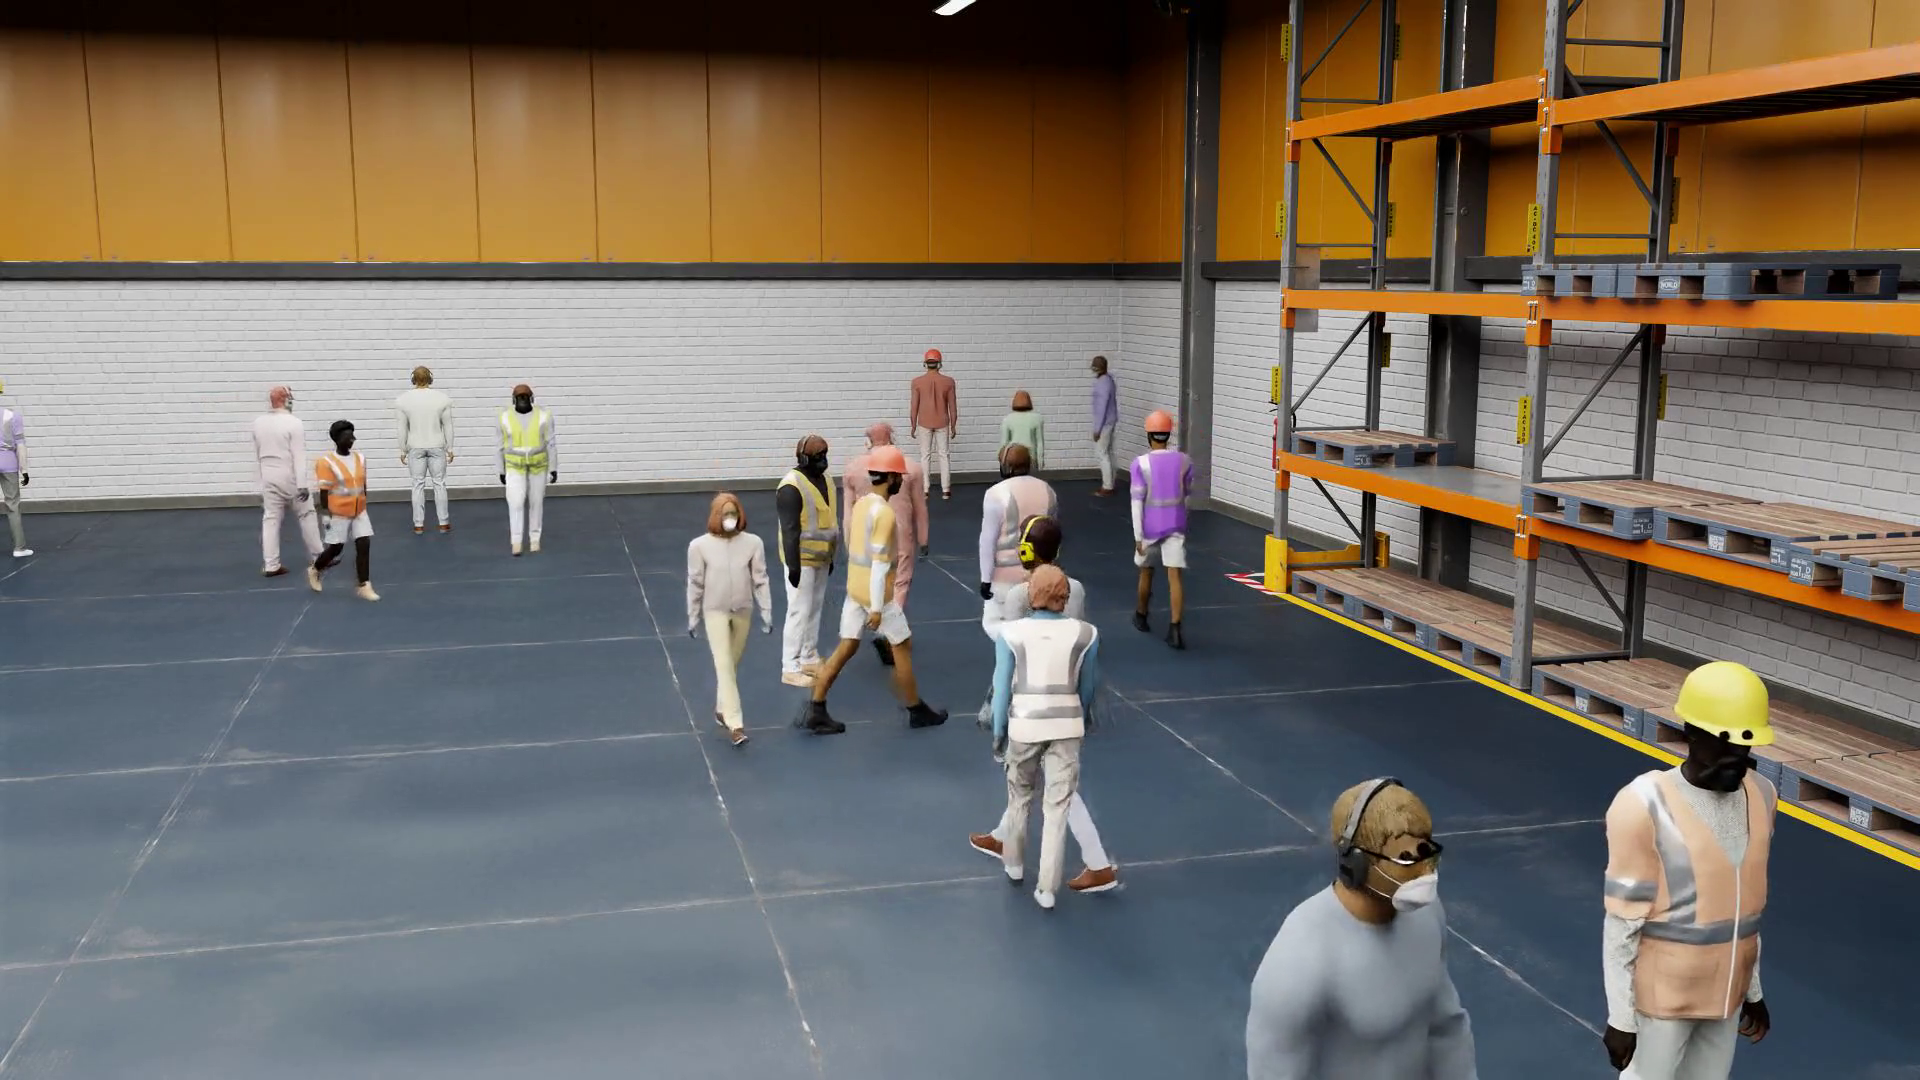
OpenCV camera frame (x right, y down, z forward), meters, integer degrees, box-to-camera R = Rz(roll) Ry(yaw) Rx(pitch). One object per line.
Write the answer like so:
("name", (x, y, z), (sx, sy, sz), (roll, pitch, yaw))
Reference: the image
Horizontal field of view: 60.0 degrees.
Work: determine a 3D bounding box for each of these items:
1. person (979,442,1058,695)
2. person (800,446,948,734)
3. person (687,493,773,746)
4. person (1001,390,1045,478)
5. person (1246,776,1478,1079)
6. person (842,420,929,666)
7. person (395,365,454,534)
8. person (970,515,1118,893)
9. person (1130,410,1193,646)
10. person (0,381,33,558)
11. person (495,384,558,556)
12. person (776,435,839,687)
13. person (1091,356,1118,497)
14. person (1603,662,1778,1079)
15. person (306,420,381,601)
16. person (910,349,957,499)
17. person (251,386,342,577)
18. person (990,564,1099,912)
("person", (0.425, 0.233, 11.538), (0.647, 1.822, 0.535), (-7, 12, -38))
("person", (-0.588, 0.333, 10.773), (0.991, 1.890, 0.543), (-5, 10, -27))
("person", (-1.454, 0.493, 10.627), (0.519, 1.579, 0.842), (-4, 10, -26))
("person", (0.740, -0.959, 19.587), (0.518, 1.618, 0.353), (1, 9, 9))
("person", (0.965, 1.451, 3.744), (0.990, 1.884, 0.632), (7, 11, 37))
("person", (-0.588, 0.008, 12.839), (0.667, 1.859, 0.886), (2, 9, 13))
("person", (-6.125, -1.033, 19.084), (0.632, 1.940, 0.372), (-3, 10, -17))
("person", (0.425, 0.786, 8.158), (1.009, 1.817, 0.499), (8, 12, 41))
("person", (1.628, -0.110, 13.519), (0.543, 1.887, 1.018), (-1, 9, -7))
("person", (-10.063, -0.755, 17.395), (0.586, 1.925, 0.369), (-2, 9, -15))
("person", (-4.575, -0.729, 17.607), (0.629, 1.810, 0.865), (-3, 10, -17))
("person", (-1.101, 0.143, 12.116), (0.433, 1.833, 0.632), (4, 10, 24))
("person", (1.947, -1.533, 22.368), (0.349, 1.907, 0.793), (2, 9, 10))
("person", (2.079, 1.277, 4.715), (0.594, 1.922, 0.384), (-4, 10, -24))
("person", (-5.667, -0.272, 15.175), (0.703, 1.678, 0.539), (5, 11, 30))
("person", (-0.350, -1.529, 22.013), (0.618, 1.990, 0.394), (-1, 9, -4))
("person", (-6.616, -0.595, 16.550), (0.675, 1.875, 0.837), (4, 10, 23))
("person", (0.399, 0.913, 7.970), (0.508, 1.604, 0.710), (0, 9, 1))
